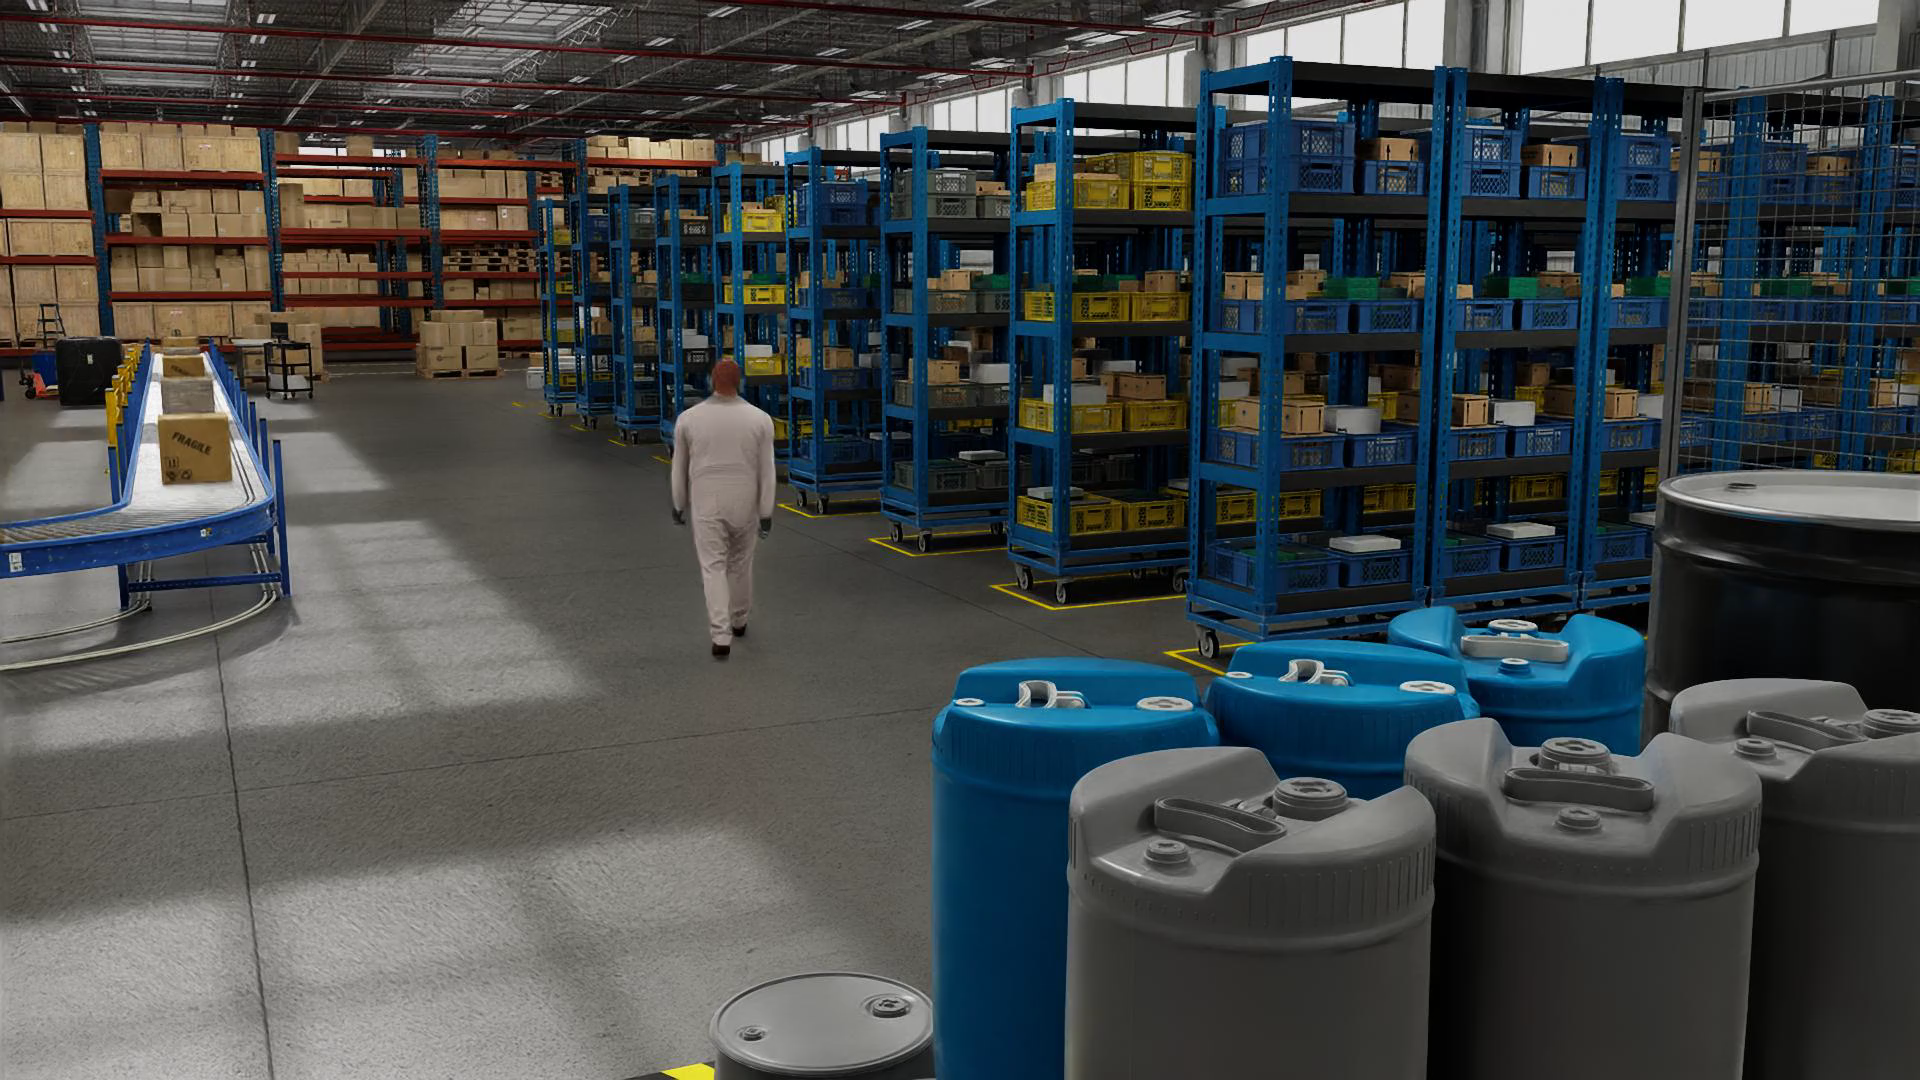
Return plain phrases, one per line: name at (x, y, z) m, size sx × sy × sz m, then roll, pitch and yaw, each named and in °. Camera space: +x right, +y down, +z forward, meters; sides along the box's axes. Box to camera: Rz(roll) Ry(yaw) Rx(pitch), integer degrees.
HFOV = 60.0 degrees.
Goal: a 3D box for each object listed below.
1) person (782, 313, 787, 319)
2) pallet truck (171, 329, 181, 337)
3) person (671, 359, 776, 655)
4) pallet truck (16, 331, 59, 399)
person at (-4.634, -5.967, 45.901) m, size 0.607 × 1.987 × 0.416 m, roll -6°, pitch 11°, yaw -34°
pallet truck at (-17.275, -3.851, 35.096) m, size 1.601 × 1.201 × 0.680 m, roll 0°, pitch 9°, yaw 1°
person at (-1.515, -0.224, 10.654) m, size 0.654 × 1.853 × 0.996 m, roll -2°, pitch 9°, yaw -11°
pallet truck at (-17.082, -3.353, 31.781) m, size 1.630 × 1.274 × 0.653 m, roll -4°, pitch 10°, yaw -25°
